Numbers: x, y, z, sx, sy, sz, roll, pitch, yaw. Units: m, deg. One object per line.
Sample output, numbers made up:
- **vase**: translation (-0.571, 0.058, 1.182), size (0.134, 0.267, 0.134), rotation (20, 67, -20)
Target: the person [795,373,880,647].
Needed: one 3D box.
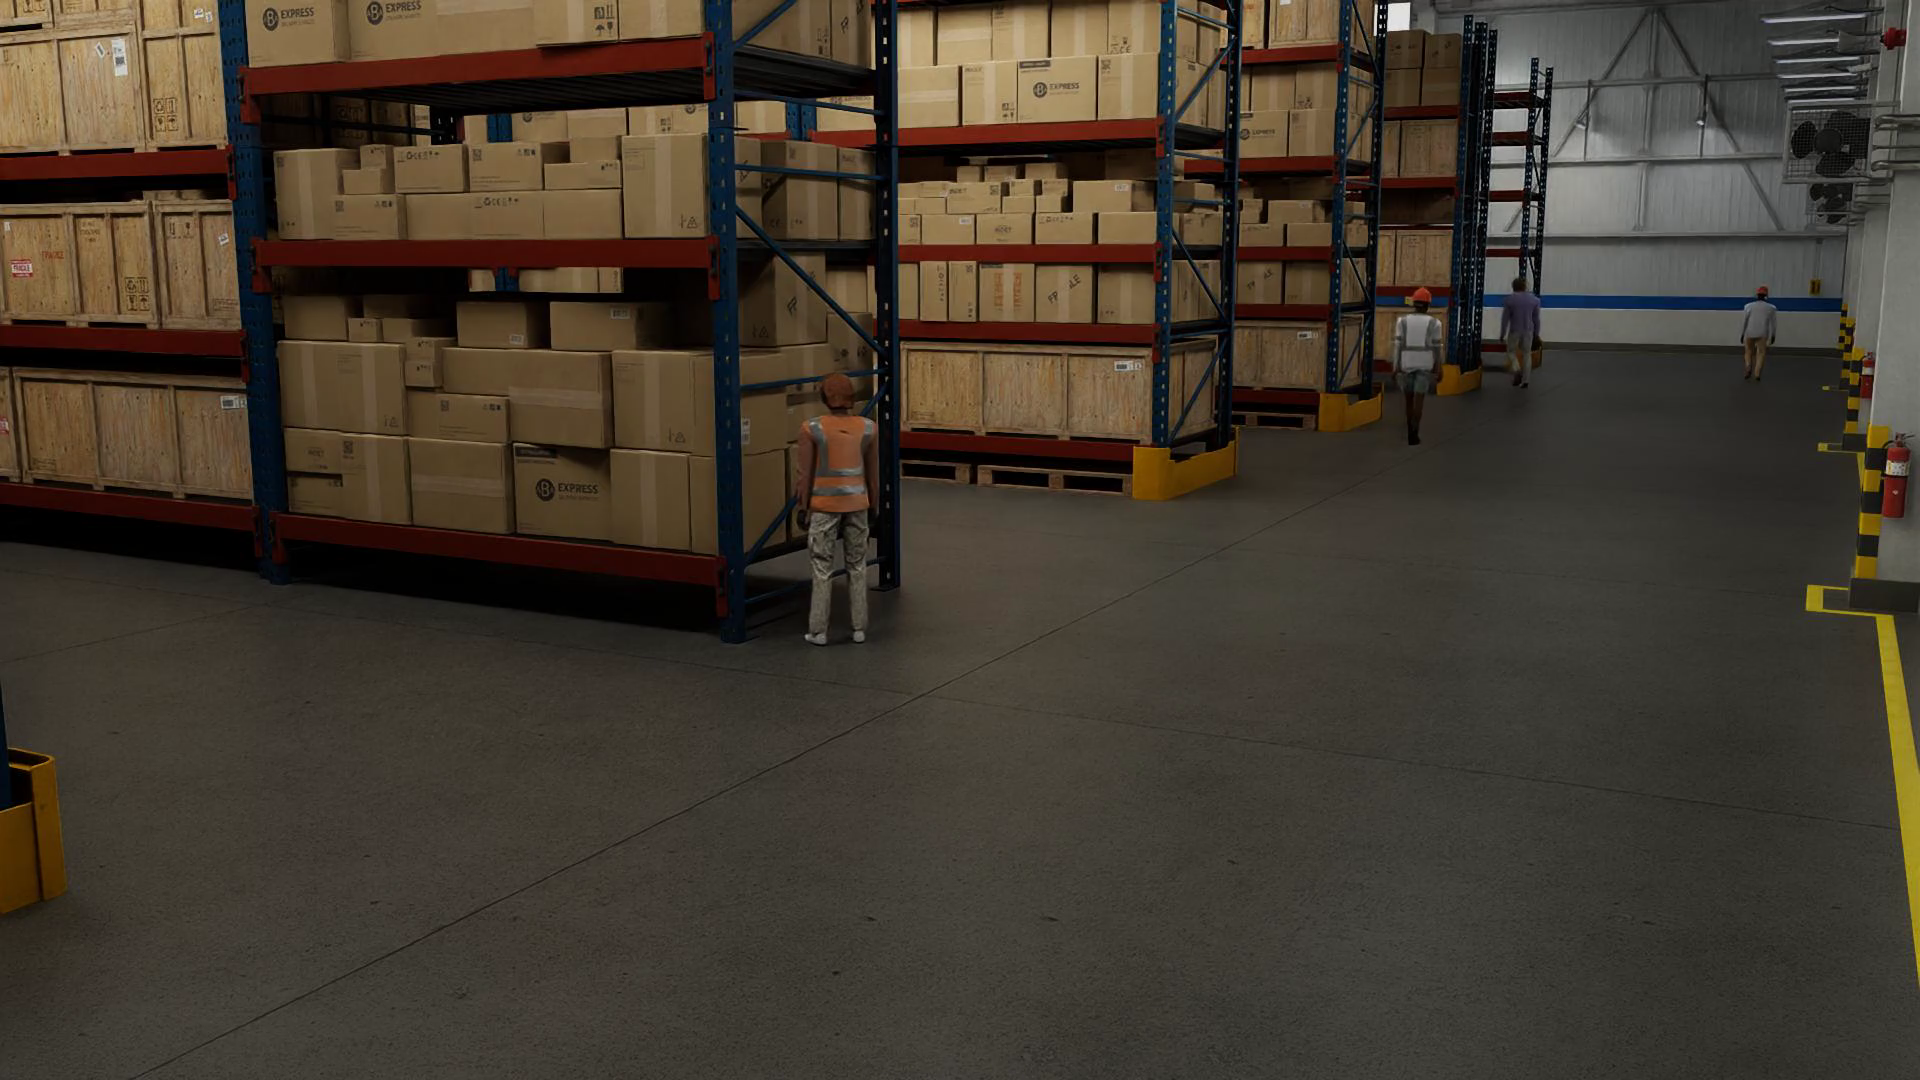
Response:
- **person**: translation (-0.718, -0.176, 9.891), size (0.525, 1.631, 0.314), rotation (-4, 11, -23)

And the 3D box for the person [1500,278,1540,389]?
- **person**: translation (9.694, -3.574, 28.762), size (0.732, 1.896, 0.654), rotation (0, 10, -1)

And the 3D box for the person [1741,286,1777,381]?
- **person**: translation (14.679, -3.792, 30.573), size (0.589, 1.708, 0.869), rotation (5, 11, 26)

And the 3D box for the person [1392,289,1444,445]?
- **person**: translation (5.668, -2.140, 20.506), size (0.578, 1.884, 0.991), rotation (5, 11, 26)
